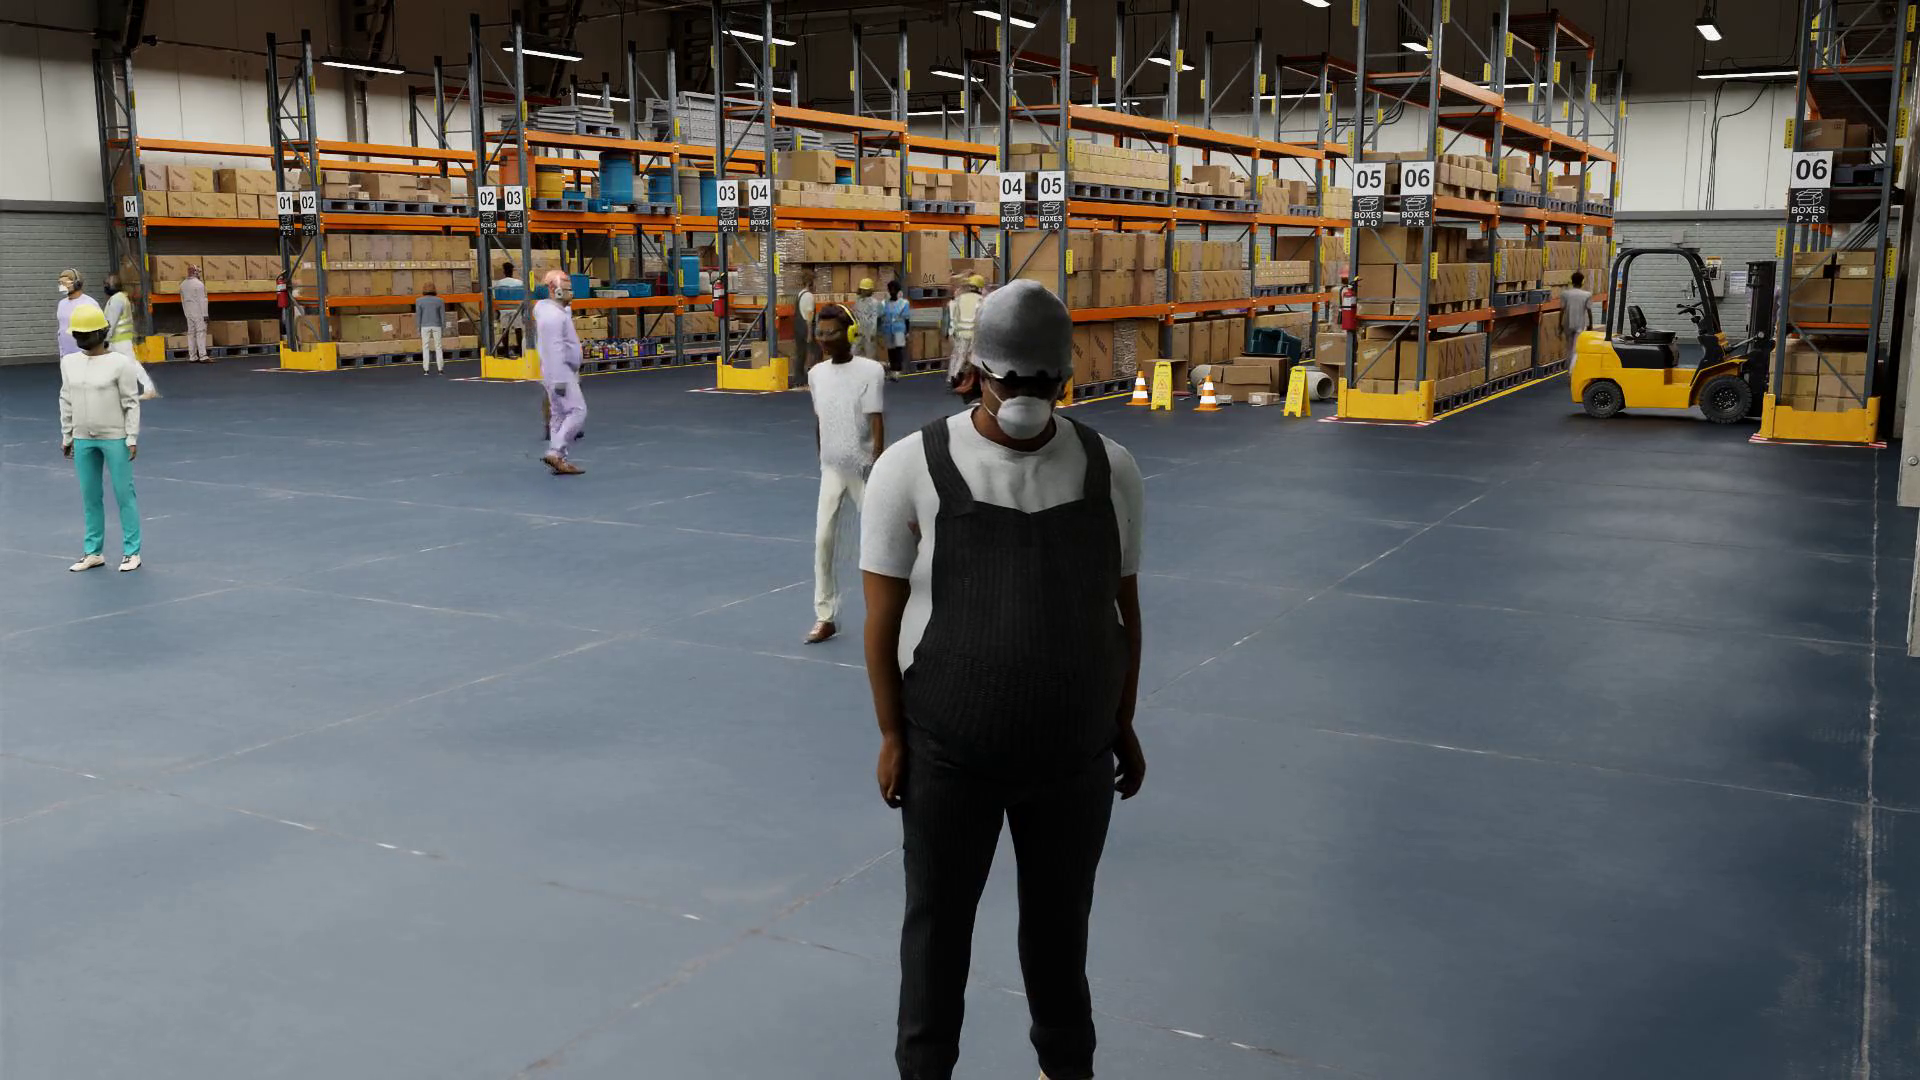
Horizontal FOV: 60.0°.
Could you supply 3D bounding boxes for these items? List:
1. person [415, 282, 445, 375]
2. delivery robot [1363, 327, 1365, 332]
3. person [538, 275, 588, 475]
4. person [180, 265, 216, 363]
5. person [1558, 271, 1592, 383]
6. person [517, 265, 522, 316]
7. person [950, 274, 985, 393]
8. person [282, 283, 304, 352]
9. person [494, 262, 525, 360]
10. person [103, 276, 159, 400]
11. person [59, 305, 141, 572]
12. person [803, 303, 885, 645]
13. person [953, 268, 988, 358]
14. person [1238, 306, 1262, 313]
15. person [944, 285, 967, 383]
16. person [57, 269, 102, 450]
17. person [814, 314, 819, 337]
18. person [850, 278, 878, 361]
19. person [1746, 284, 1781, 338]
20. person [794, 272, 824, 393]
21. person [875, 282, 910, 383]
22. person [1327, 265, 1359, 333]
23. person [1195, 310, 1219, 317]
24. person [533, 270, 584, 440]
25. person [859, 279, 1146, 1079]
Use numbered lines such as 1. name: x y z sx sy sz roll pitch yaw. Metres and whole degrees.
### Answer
1. person: -9.274 -3.707 29.151 0.497 1.629 0.277 -4 10 -21
2. delivery robot: 9.202 -4.657 37.573 0.707 0.478 0.477 -1 10 -8
3. person: -3.732 -1.542 15.679 0.431 1.894 0.669 -3 10 -14
4. person: -14.768 -4.370 32.216 0.639 1.910 0.407 5 11 29
5. person: 10.022 -3.464 27.112 0.525 1.844 0.823 5 11 29
6. person: -9.794 -5.119 36.673 0.575 1.883 0.355 5 11 28
7. person: 0.145 -3.102 25.087 0.601 1.819 0.610 5 11 27
8. person: -13.770 -4.588 34.368 0.311 1.610 0.618 3 10 17
9. person: -8.998 -4.579 33.267 0.644 1.962 0.363 0 10 -1
10. person: -12.084 -2.897 23.918 0.953 1.802 0.619 -5 11 -25
11. person: -5.656 -0.660 10.935 0.523 1.760 0.328 1 10 4
12. person: -0.572 -0.394 9.167 0.519 1.836 0.911 4 11 23
13. person: 0.190 -3.359 26.335 0.659 1.886 0.547 6 12 33
14. person: 6.173 -4.951 35.599 0.555 1.916 0.777 7 12 34
15. person: 0.036 -3.374 27.299 0.547 1.591 0.864 9 13 44
16. person: -9.357 -1.905 17.689 0.627 1.941 0.371 5 11 28
17. person: -2.583 -3.920 29.537 0.625 1.931 0.375 0 10 -1
18. person: -1.572 -3.331 26.681 0.509 1.705 0.728 6 11 32
19. person: 13.923 -3.792 28.814 0.581 1.919 0.390 5 11 27
20. person: -2.271 -3.145 25.274 0.617 1.821 0.535 -5 11 -28
21. person: -1.112 -3.383 27.188 0.547 1.649 0.880 3 10 15
22. person: 6.674 -3.787 28.778 0.560 1.916 0.656 8 12 38
23. person: 5.361 -4.961 35.802 0.624 1.876 0.878 9 13 42
24. person: -4.526 -2.082 18.809 0.544 1.919 0.577 5 11 28
25. person: 0.132 0.417 3.800 0.676 2.000 0.536 -2 10 -14
